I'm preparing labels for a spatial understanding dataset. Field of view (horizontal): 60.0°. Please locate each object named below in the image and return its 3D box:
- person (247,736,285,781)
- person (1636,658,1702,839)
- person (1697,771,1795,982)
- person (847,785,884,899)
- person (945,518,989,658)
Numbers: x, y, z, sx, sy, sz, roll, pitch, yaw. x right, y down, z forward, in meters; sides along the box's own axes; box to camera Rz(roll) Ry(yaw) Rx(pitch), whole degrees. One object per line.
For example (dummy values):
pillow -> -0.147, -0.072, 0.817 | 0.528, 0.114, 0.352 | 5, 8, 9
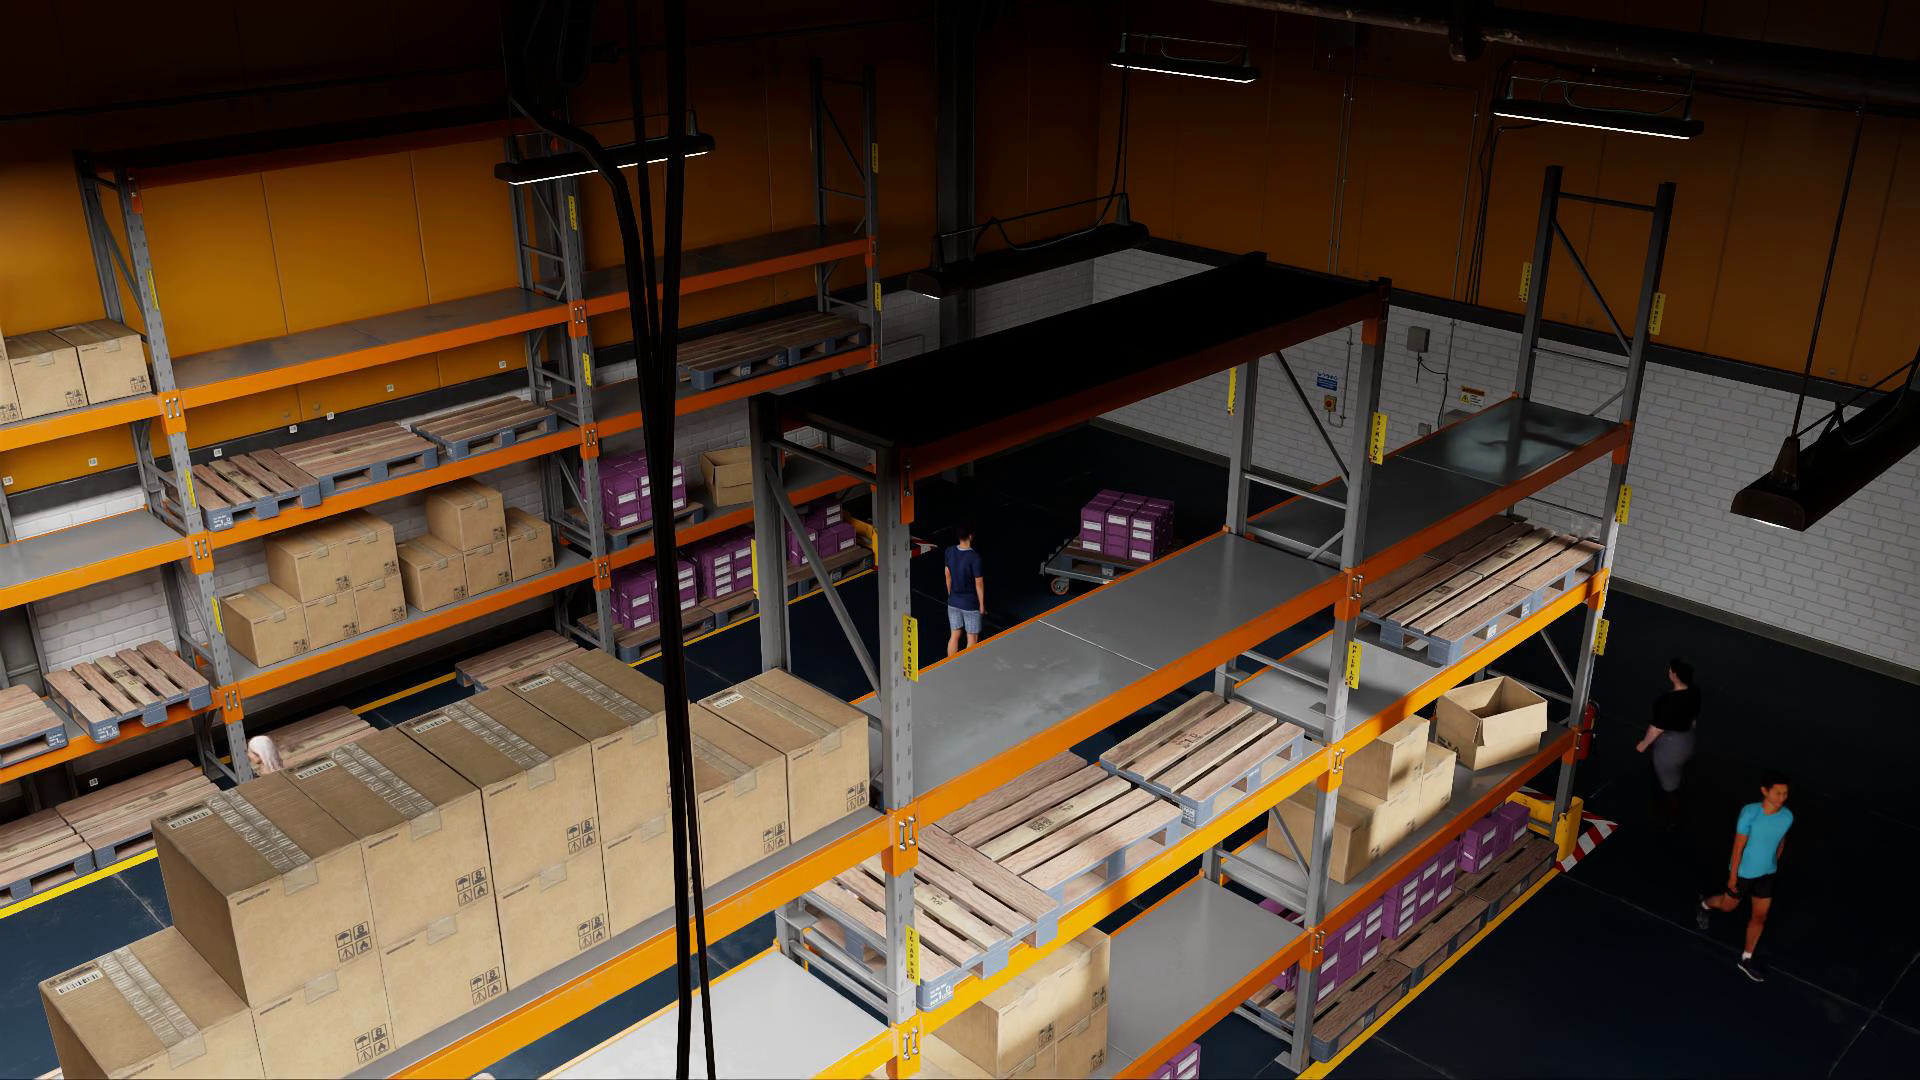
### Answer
person -> -5.618, 2.375, 13.823 | 0.787, 1.696, 0.737 | 1, 24, 2
person -> 6.449, 1.906, 14.847 | 0.702, 1.734, 0.641 | 21, 31, 40
person -> 6.258, 2.589, 13.268 | 1.076, 1.748, 1.104 | -2, 24, -4
person -> -0.731, 2.680, 12.987 | 0.949, 1.805, 0.793 | -13, 27, -27
person -> 0.050, 0.647, 17.587 | 0.662, 1.847, 0.609 | 15, 28, 30
